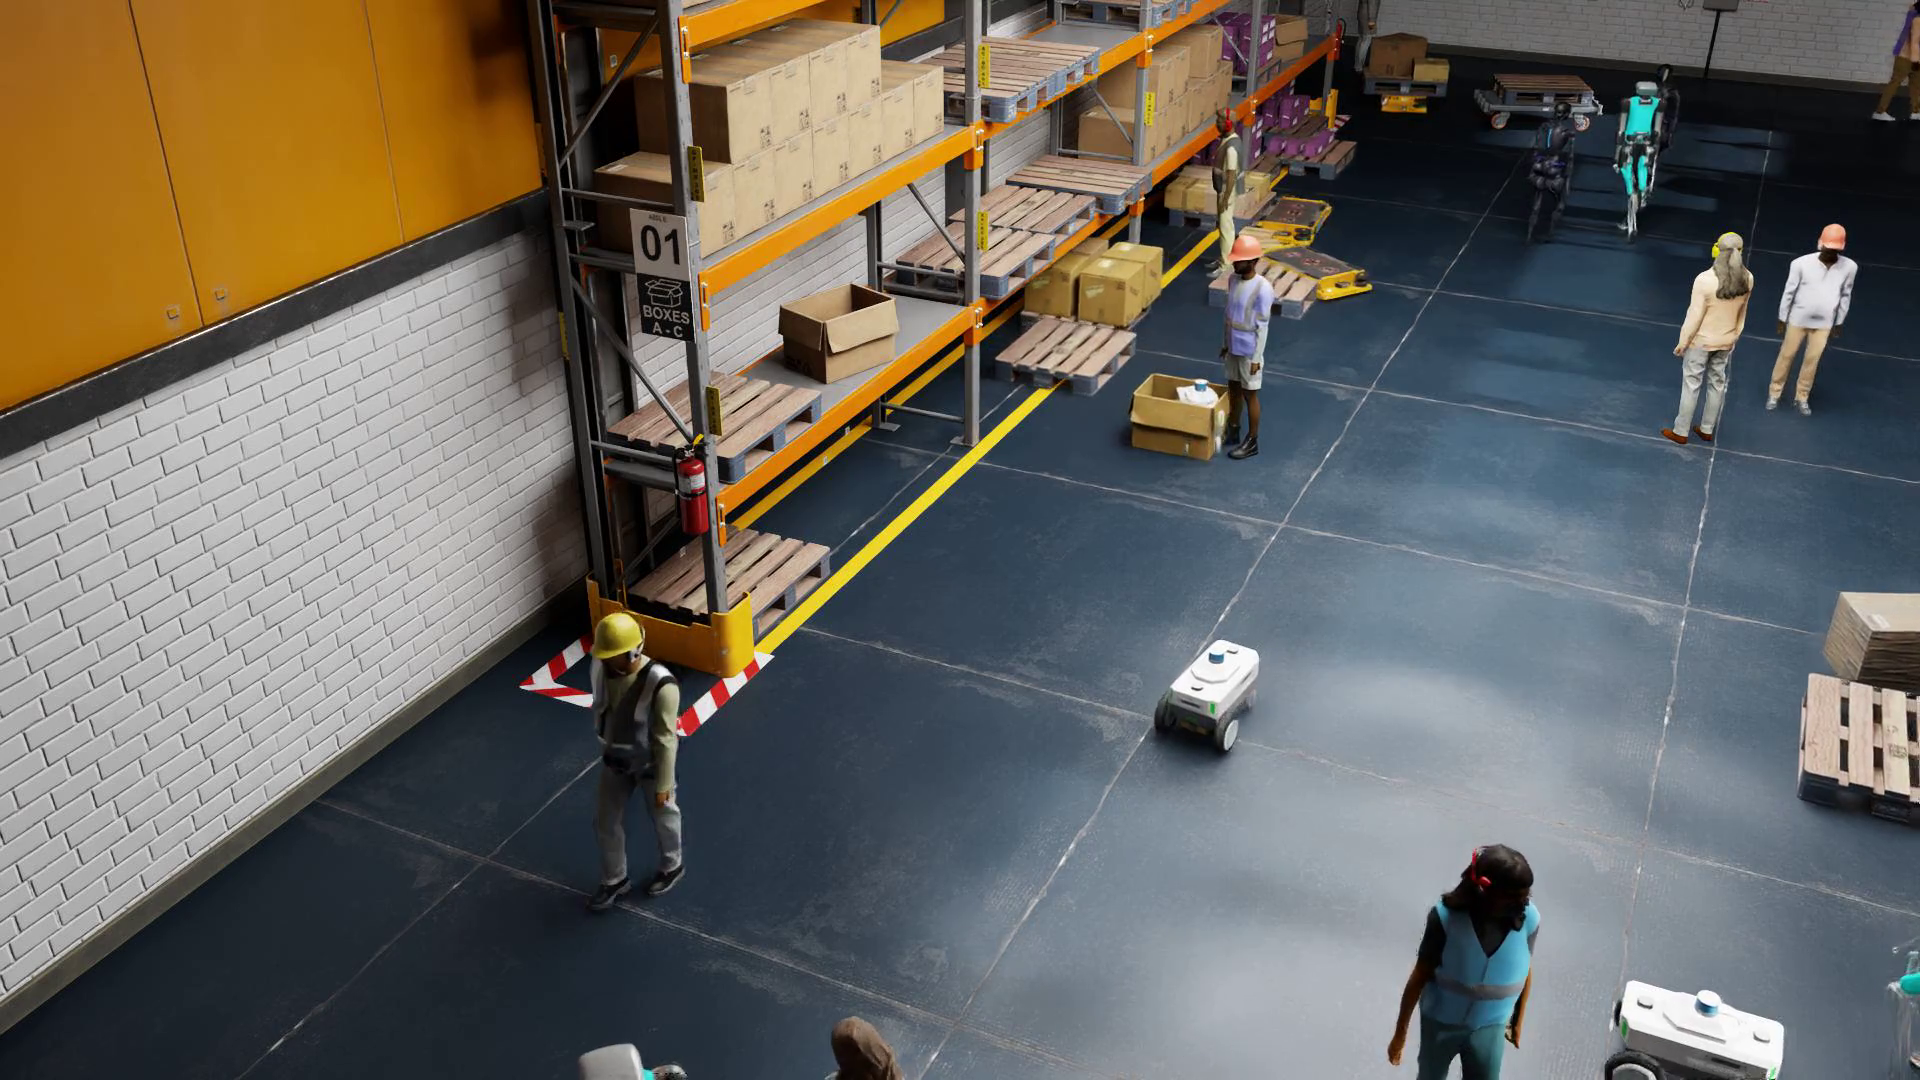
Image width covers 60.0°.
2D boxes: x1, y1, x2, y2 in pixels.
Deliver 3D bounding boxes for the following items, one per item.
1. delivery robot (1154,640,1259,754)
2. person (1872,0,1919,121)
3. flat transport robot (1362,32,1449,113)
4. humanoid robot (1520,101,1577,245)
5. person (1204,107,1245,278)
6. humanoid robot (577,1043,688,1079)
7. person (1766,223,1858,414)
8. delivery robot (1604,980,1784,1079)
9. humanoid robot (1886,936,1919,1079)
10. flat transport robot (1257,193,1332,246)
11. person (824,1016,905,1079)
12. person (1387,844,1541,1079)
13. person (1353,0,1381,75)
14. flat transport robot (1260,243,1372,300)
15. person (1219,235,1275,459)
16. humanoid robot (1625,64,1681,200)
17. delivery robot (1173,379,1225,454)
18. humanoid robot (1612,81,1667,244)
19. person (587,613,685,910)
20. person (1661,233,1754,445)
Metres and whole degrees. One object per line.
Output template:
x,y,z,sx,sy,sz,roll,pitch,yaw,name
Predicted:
1.613,0.975,10.637,0.499,0.612,0.813,17,33,29,delivery robot
13.814,-6.964,23.927,0.900,1.895,0.567,16,32,27,person
6.707,-6.743,25.232,0.659,0.231,1.431,5,29,9,flat transport robot
6.750,-4.199,19.040,0.506,1.647,0.602,-18,33,-30,humanoid robot
2.903,-3.768,18.058,0.376,1.841,0.563,2,28,3,person
-1.097,2.745,6.152,0.560,1.776,1.027,-13,31,-22,humanoid robot
7.600,-1.973,14.828,0.568,1.751,0.337,6,29,12,person
3.505,2.413,7.963,0.803,0.603,0.499,13,31,22,delivery robot
4.682,1.861,7.783,0.542,1.839,0.693,-9,30,-16,humanoid robot
3.973,-3.815,19.802,0.659,0.231,1.431,10,30,19,flat transport robot
-0.288,2.572,6.512,0.611,1.631,0.409,7,29,13,person
2.136,2.108,7.159,0.615,1.848,0.558,3,29,6,person
6.545,-8.373,26.624,0.365,1.825,0.512,-1,28,-2,person
3.786,-2.962,18.220,0.659,0.231,1.431,-15,32,-26,flat transport robot
2.369,-1.627,14.005,0.376,1.933,0.542,-14,31,-23,person
8.623,-5.043,20.600,0.354,1.652,0.610,-20,34,-33,humanoid robot
2.079,-1.110,14.494,0.499,0.603,0.803,0,28,-1,delivery robot
7.887,-4.324,19.230,0.549,1.789,0.919,2,28,3,humanoid robot
-1.778,1.216,8.856,0.595,1.810,0.682,14,32,25,person
6.408,-1.703,14.195,0.553,1.877,0.404,-5,29,-9,person
